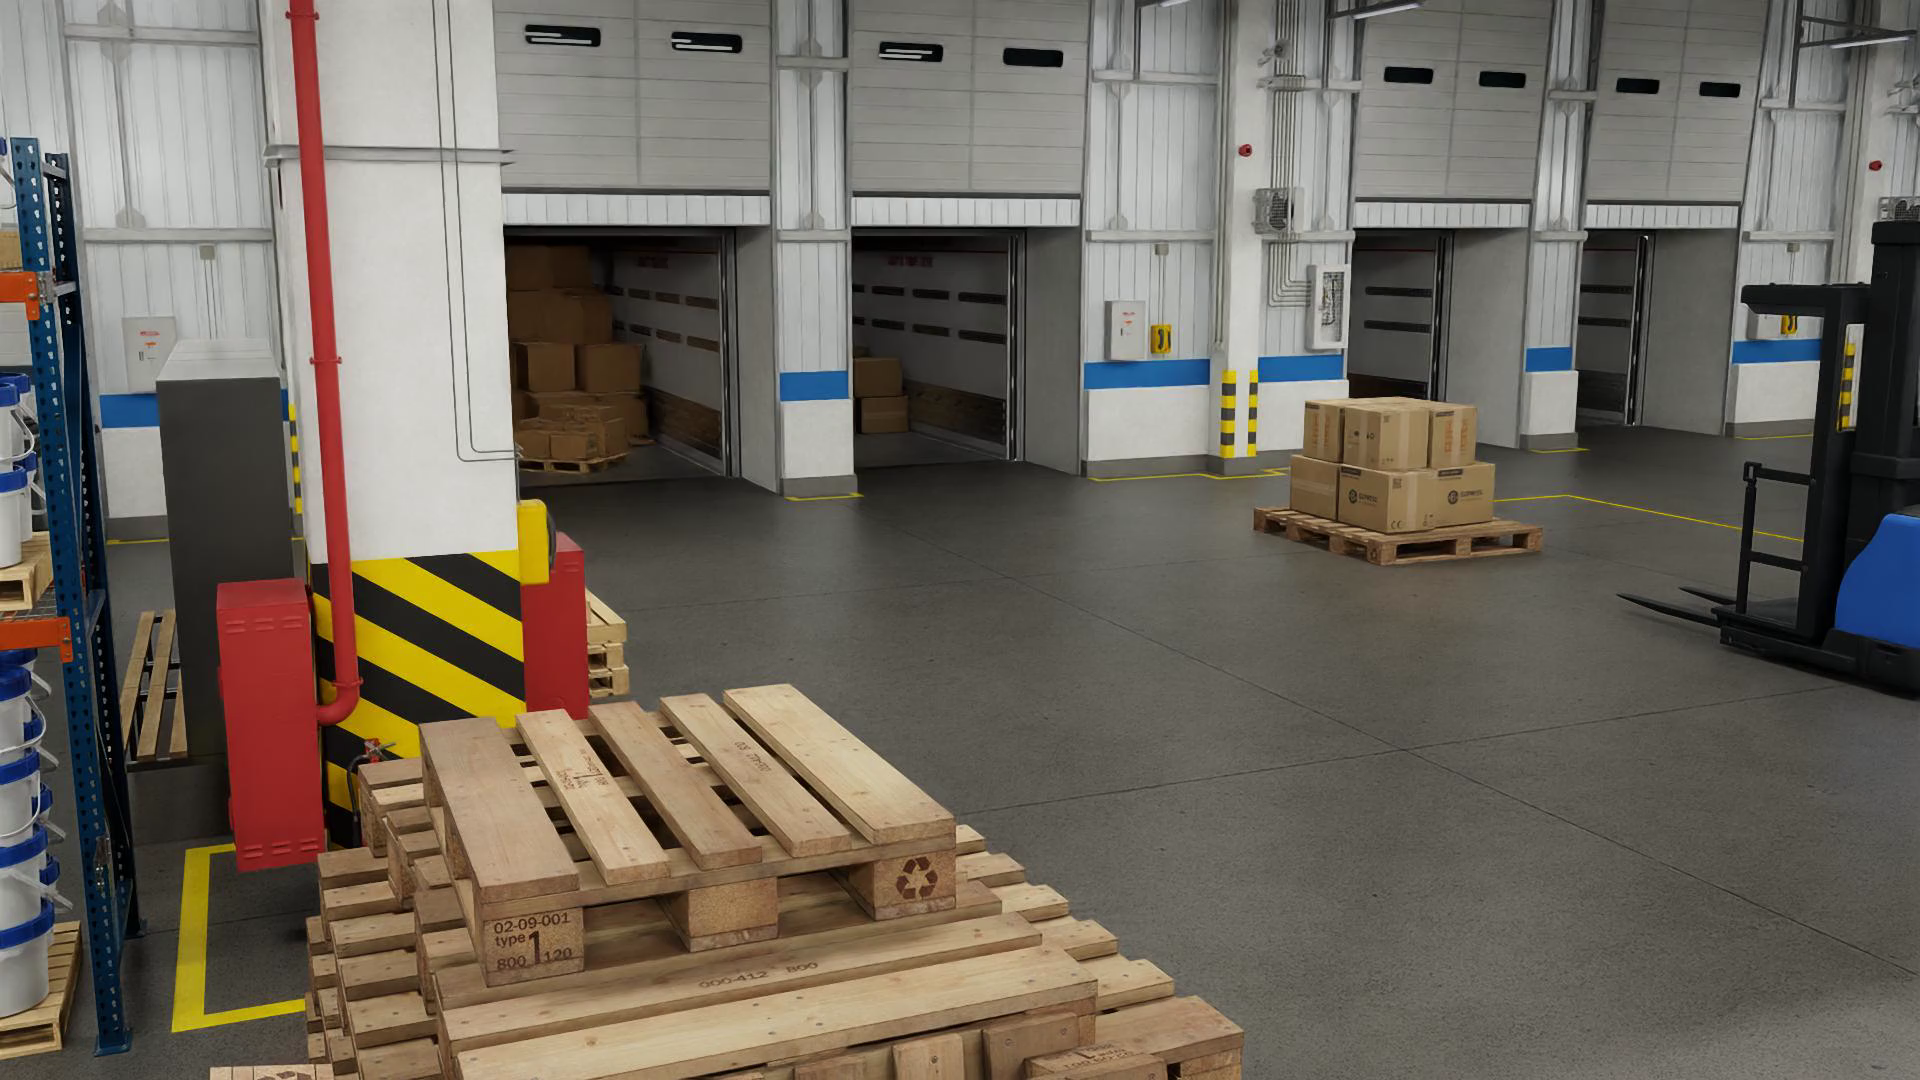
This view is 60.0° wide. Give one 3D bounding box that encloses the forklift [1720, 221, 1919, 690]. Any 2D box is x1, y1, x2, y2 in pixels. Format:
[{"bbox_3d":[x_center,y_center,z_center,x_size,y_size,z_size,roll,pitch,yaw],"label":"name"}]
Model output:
[{"bbox_3d":[5.949,-0.550,10.218,1.129,2.768,1.873,-4,11,-23],"label":"forklift"}]
